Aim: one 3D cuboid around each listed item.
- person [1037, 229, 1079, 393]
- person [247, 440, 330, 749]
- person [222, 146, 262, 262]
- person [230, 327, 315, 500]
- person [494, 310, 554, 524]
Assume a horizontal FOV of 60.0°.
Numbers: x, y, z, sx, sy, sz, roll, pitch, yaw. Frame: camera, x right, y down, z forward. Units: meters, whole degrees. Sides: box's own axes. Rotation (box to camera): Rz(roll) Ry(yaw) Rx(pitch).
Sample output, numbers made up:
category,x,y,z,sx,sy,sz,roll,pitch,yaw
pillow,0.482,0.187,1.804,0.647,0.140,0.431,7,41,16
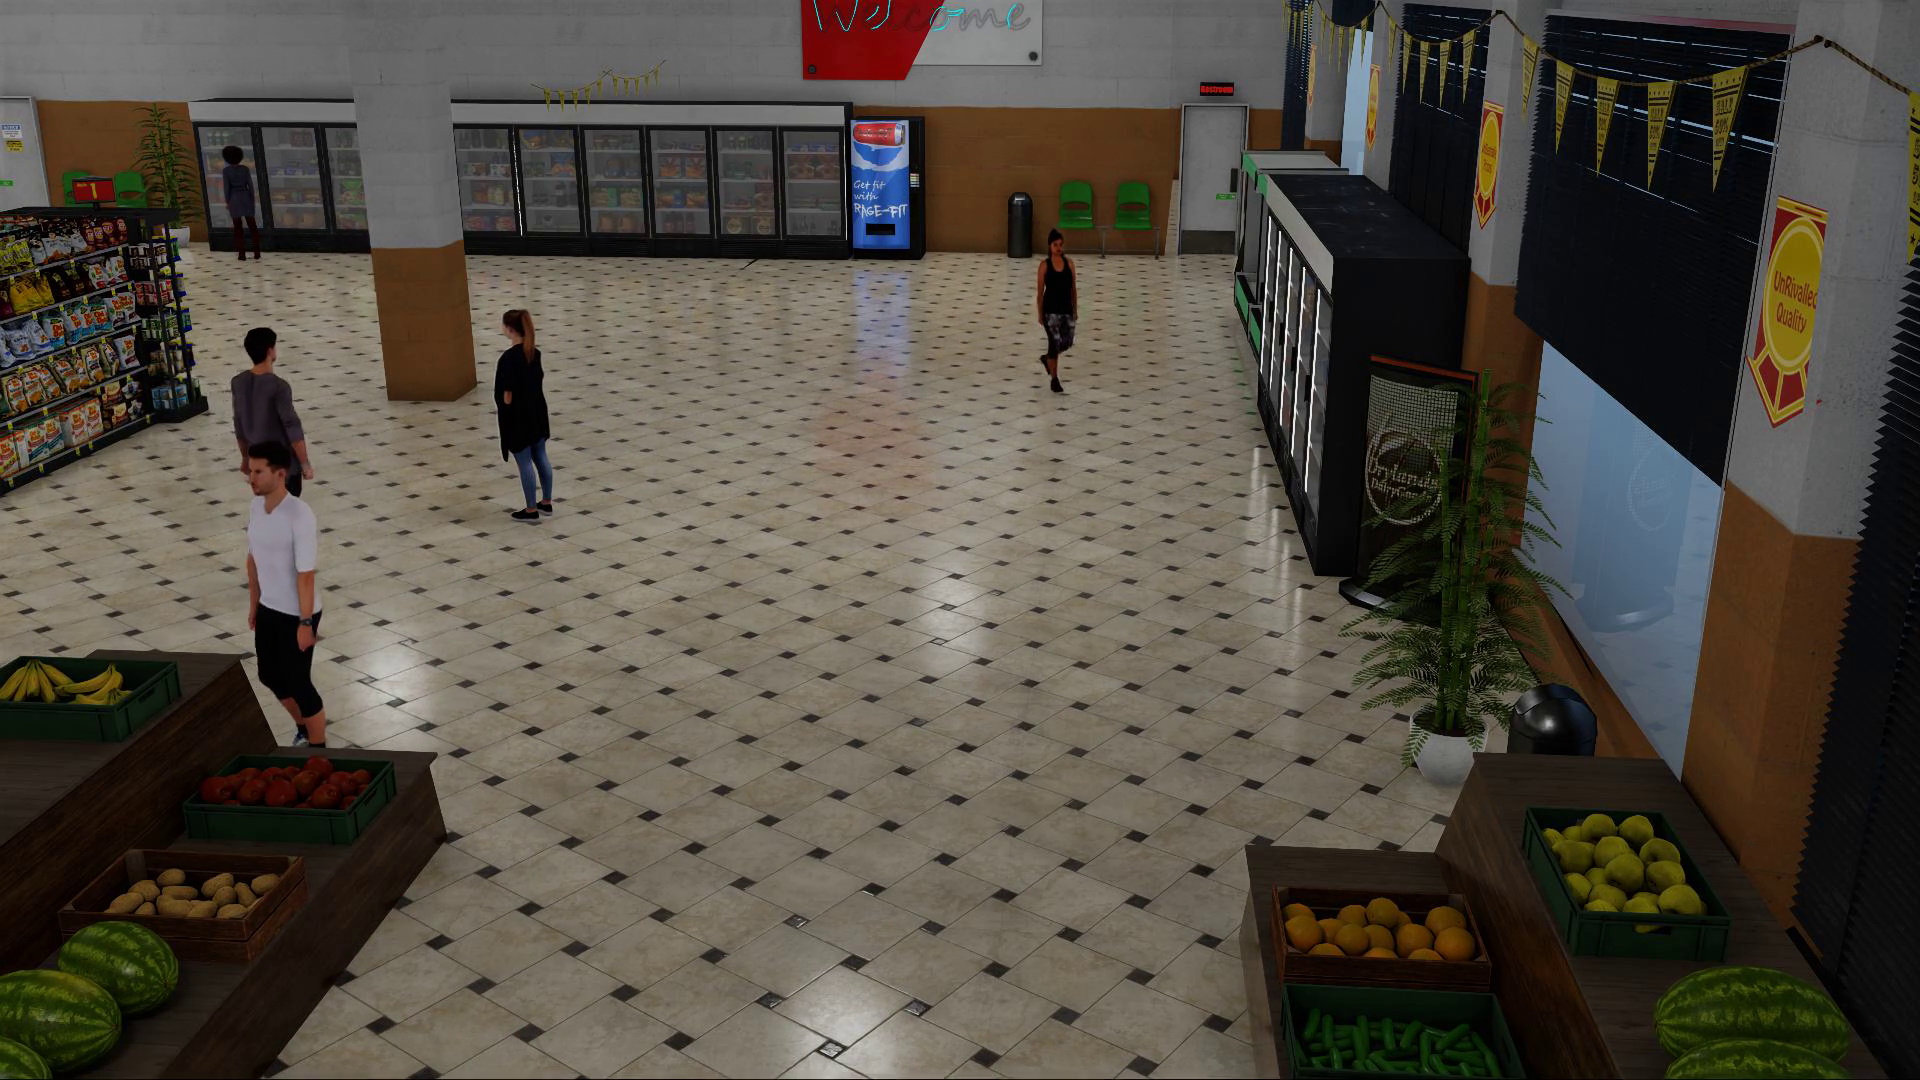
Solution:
category,x,y,z,sx,sy,sz,roll,pitch,yaw
person,0.980,-2.393,17.301,0.820,1.652,0.928,-9,20,-24
person,-3.570,0.347,8.865,0.813,1.851,0.832,13,23,34
person,-10.954,-5.132,25.334,0.659,1.710,0.681,-10,21,-28
person,-4.794,-0.518,11.449,0.803,1.840,0.812,10,21,28
person,-3.403,-0.978,13.045,0.768,1.690,0.636,10,21,27
